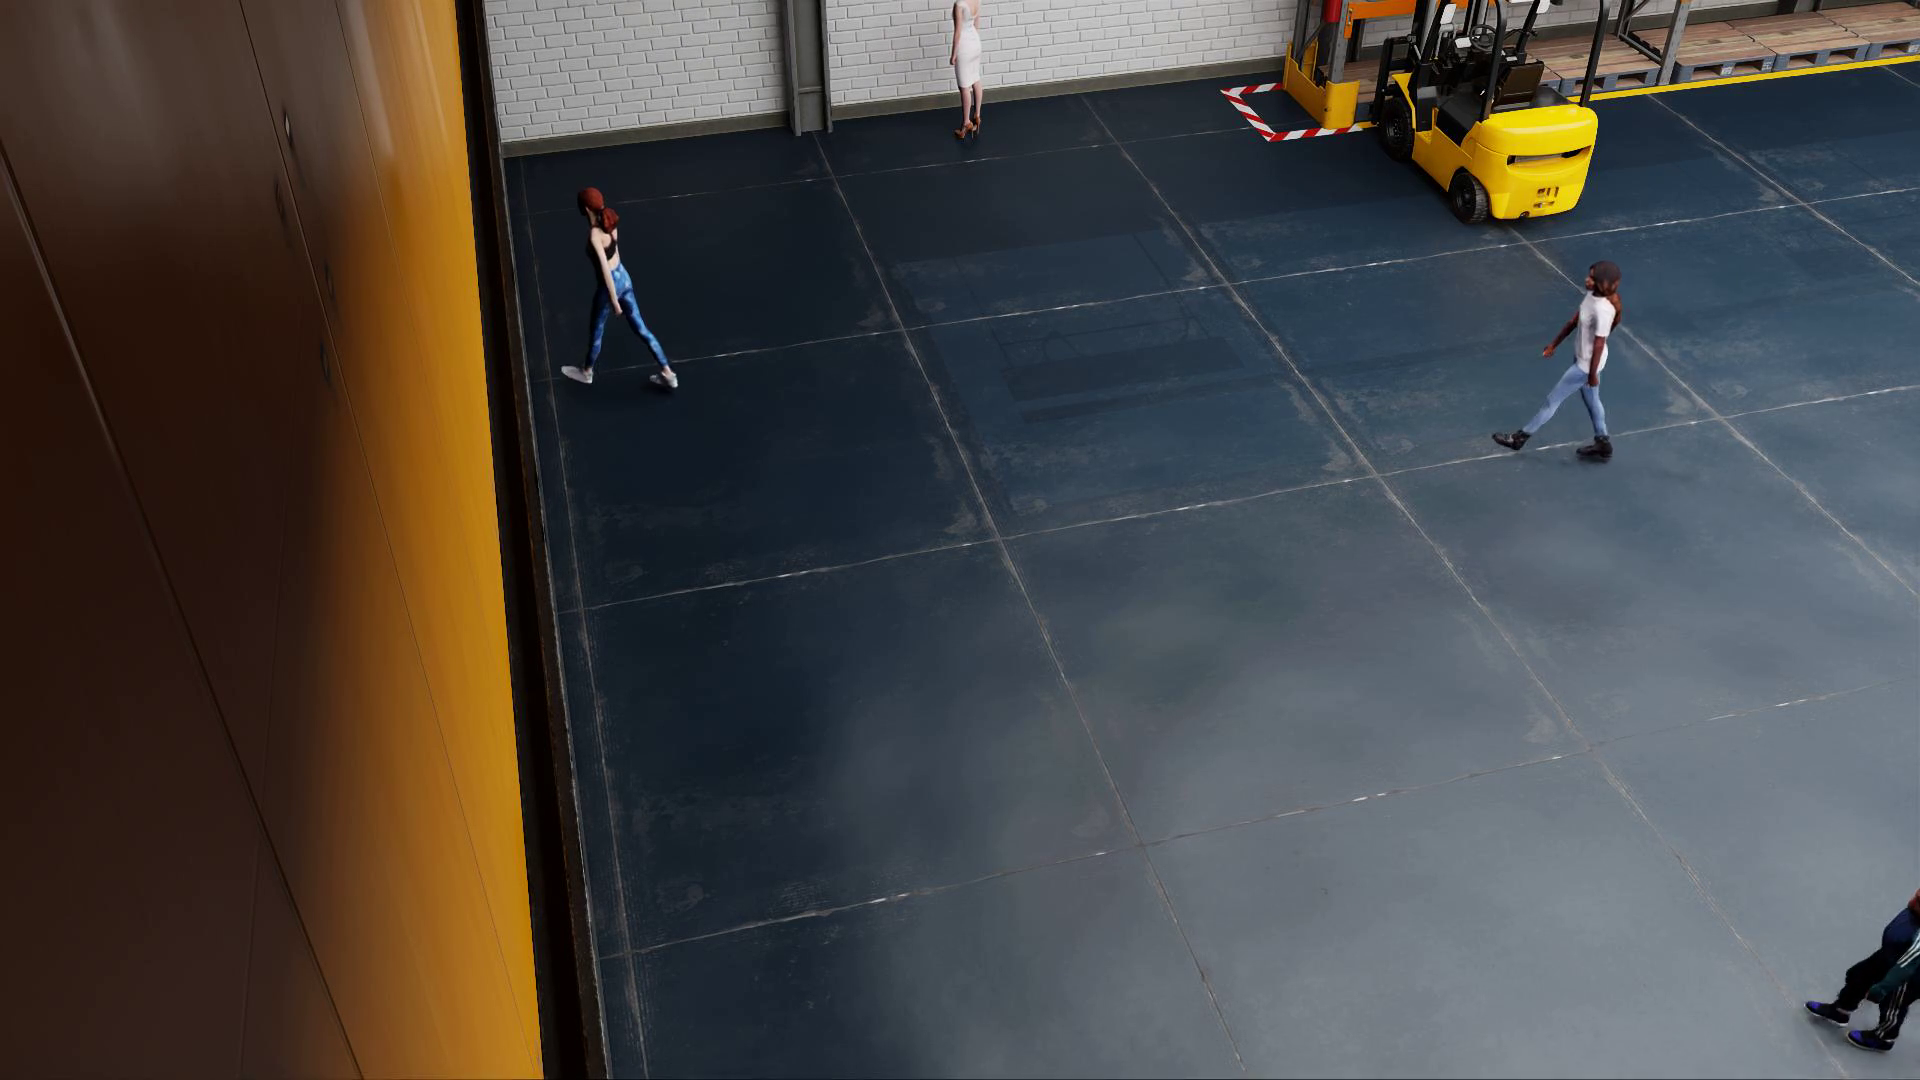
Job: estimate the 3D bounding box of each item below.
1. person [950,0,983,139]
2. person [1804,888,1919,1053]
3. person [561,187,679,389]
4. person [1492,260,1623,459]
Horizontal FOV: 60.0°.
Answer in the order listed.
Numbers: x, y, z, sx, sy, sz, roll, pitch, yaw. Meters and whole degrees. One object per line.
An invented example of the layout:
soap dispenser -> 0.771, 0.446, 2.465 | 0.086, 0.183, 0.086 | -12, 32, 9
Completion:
person -> 0.082, -4.931, 16.815 | 0.695, 1.784, 0.610 | 25, 45, 28
person -> 4.795, 2.164, 8.363 | 0.778, 1.244, 0.707 | 14, 41, 17
person -> -2.648, -1.903, 13.072 | 1.251, 1.723, 0.981 | 10, 40, 12
person -> 4.730, -1.288, 12.344 | 1.213, 1.669, 0.952 | 8, 39, 10
